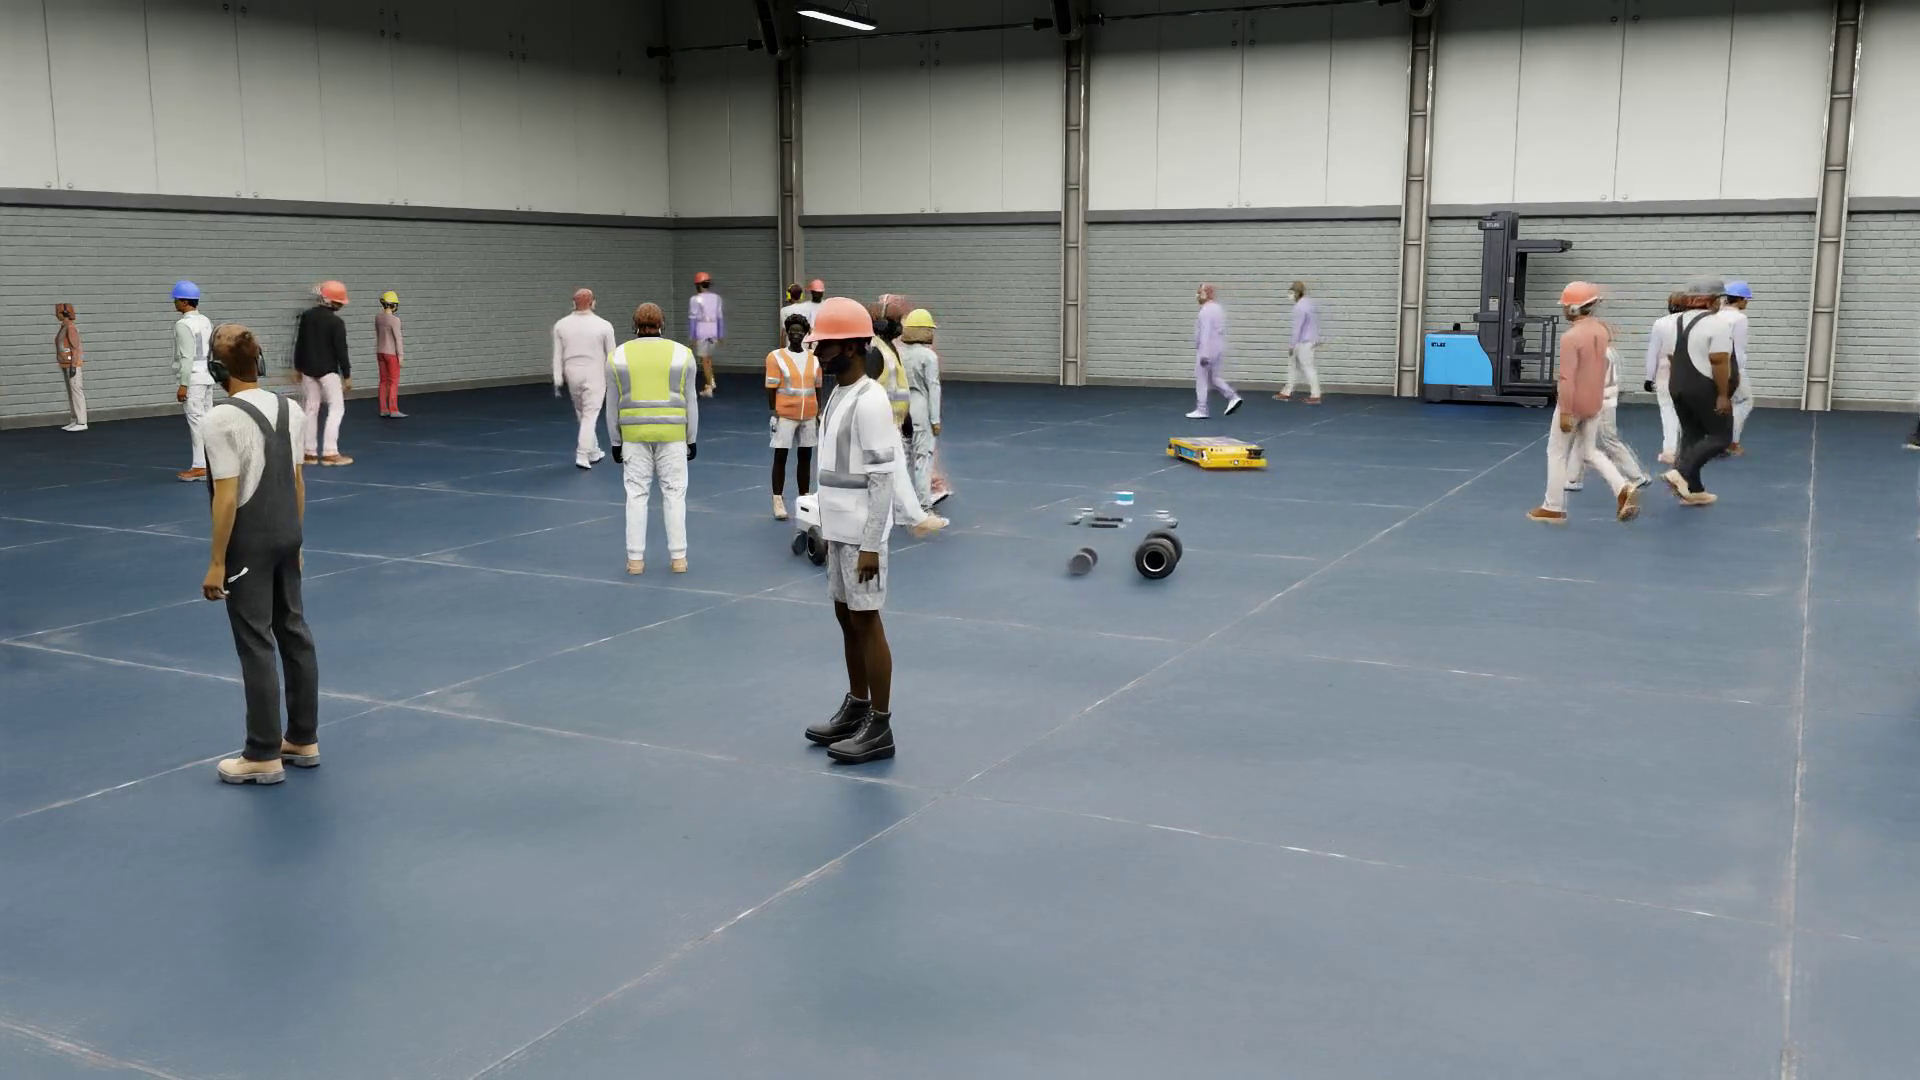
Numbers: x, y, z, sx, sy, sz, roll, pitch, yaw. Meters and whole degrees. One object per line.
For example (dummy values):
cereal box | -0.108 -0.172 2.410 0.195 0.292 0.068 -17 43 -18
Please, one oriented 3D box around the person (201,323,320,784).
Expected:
person | -2.841 0.052 6.716 0.344 1.841 0.506 3 10 19

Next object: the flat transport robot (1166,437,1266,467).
flat transport robot | 2.738 -0.958 17.900 0.652 0.197 1.431 -2 9 -10

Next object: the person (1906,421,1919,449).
person | 11.199 -1.915 18.622 1.002 1.915 0.620 6 11 32

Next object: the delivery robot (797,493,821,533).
delivery robot | -0.920 -0.186 11.976 0.477 0.478 0.707 -4 10 -24

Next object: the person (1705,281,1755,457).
person | 8.462 -1.857 18.193 0.576 1.927 0.634 -1 9 -4

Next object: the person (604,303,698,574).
person | -2.096 -0.696 11.367 0.619 1.836 0.430 -1 9 -6

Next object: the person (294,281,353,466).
person | -6.787 -1.766 17.644 0.764 1.948 0.386 4 10 24

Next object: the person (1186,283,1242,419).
person | 3.543 -2.627 23.127 0.660 1.879 0.684 5 10 27

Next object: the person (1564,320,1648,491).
person | 5.966 -1.230 15.356 0.822 1.602 0.536 2 9 13

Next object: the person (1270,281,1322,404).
person | 5.187 -3.028 25.588 0.867 1.881 0.707 2 9 12

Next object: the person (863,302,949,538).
person | -0.493 -0.919 12.818 0.856 1.796 0.638 2 9 10

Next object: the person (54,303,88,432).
person | -11.387 -2.211 21.288 0.307 1.639 0.525 -7 12 -37

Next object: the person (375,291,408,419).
person | -7.952 -2.588 23.254 0.527 1.758 0.342 7 11 36

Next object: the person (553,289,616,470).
person | -3.882 -1.679 17.354 0.660 1.860 1.021 1 9 8

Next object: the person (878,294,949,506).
person | -0.513 -1.203 14.425 1.003 1.859 0.627 4 10 22

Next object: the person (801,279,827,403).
person | -2.231 -3.097 25.878 0.552 1.921 0.509 -3 10 -17

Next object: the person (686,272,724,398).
person | -4.184 -3.345 27.090 0.478 2.026 0.636 8 12 40

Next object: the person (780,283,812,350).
person | -2.293 -2.646 23.268 0.532 1.868 0.310 -6 11 -34

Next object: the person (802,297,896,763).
person | -0.473 -0.044 7.008 0.364 1.935 0.553 -4 10 -21

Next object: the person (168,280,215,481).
person | -7.529 -1.567 16.359 0.382 1.951 0.605 -1 9 -4

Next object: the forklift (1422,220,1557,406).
forklift | 8.245 -3.527 25.720 1.873 2.768 1.129 5 10 27

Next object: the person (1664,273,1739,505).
person | 6.448 -1.285 14.474 0.605 2.000 0.698 -2 9 -12

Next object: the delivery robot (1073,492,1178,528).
delivery robot | 1.130 -0.212 11.340 0.698 0.223 0.335 2 9 13

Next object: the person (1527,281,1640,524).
person | 5.057 -1.095 13.404 0.626 1.968 0.811 -6 11 -35

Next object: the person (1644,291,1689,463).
person | 7.682 -1.748 17.853 0.640 1.826 0.436 -2 9 -11

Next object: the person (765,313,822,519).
person | -1.368 -1.033 13.836 0.535 1.699 0.322 -6 11 -31

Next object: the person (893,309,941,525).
person | -0.341 -0.982 13.393 0.488 1.740 0.319 8 12 40
